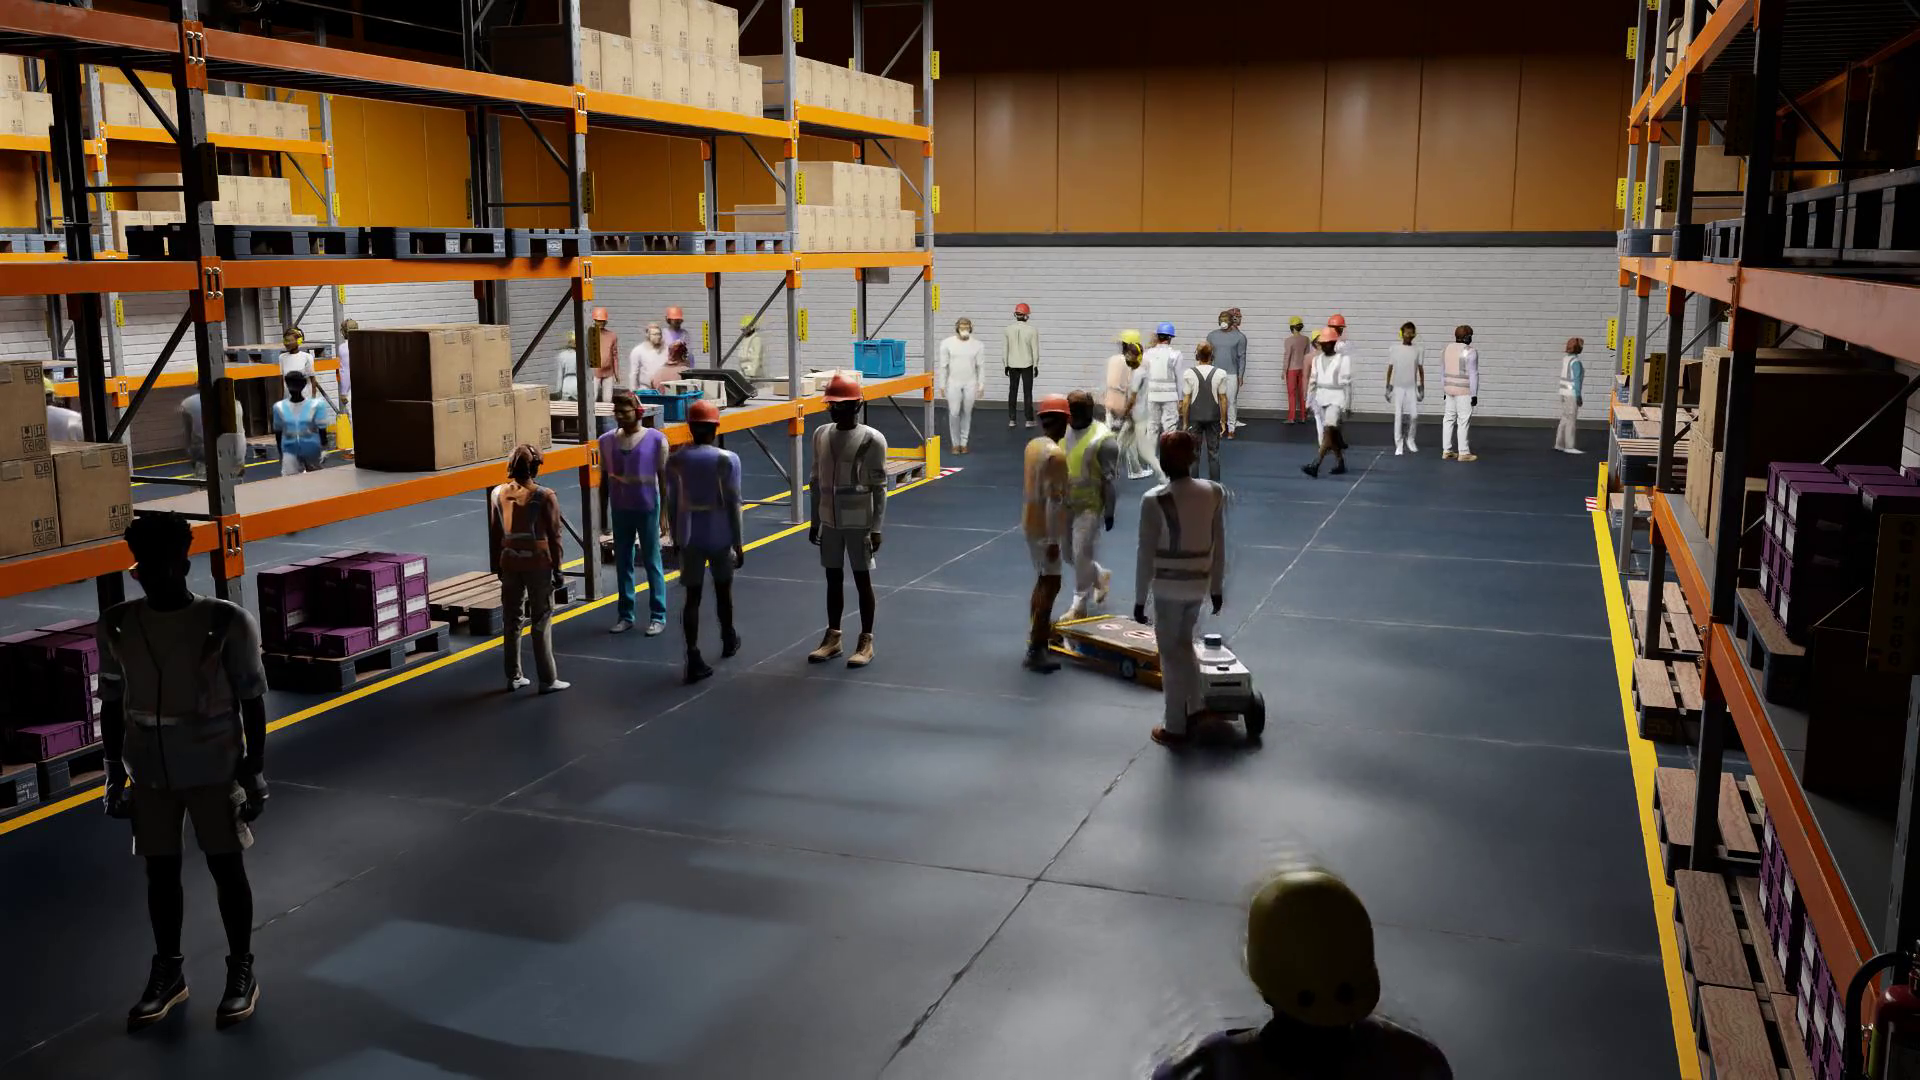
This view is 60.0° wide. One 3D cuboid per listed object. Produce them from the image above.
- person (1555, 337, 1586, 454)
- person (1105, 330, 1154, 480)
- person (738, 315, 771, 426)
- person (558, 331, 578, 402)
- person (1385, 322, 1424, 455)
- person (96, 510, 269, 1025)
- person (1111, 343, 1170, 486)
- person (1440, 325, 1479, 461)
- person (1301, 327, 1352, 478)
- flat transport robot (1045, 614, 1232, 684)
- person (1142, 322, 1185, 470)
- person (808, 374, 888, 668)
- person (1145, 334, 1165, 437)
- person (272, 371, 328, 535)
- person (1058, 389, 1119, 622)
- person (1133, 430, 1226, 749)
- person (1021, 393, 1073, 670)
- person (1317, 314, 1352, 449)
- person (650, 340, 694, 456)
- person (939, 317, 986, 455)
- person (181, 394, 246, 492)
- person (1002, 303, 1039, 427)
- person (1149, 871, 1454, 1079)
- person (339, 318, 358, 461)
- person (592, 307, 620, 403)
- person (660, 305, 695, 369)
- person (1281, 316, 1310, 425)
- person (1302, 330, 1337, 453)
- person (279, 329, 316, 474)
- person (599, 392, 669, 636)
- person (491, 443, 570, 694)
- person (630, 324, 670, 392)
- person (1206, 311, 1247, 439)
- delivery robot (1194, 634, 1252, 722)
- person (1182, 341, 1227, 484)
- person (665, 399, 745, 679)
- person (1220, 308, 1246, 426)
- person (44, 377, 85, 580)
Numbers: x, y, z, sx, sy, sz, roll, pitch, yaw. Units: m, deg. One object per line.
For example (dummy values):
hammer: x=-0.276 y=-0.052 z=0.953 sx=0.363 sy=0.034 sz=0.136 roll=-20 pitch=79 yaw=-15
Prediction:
person: x=8.598 y=-2.032 z=23.397 sx=0.318 sy=1.641 sz=0.517 roll=0 pitch=10 yaw=3
person: x=2.026 y=-1.650 z=20.555 sx=0.923 sy=1.869 sz=0.732 roll=-6 pitch=12 yaw=-32
person: x=-3.454 y=-2.716 z=26.810 sx=0.898 sy=1.785 sz=0.621 roll=-6 pitch=12 yaw=-30
person: x=-5.540 y=-2.137 z=23.783 sx=0.520 sy=1.711 sz=0.598 roll=3 pitch=11 yaw=18
person: x=6.217 y=-2.116 z=23.237 sx=0.549 sy=1.862 sz=0.421 roll=2 pitch=10 yaw=9
person: x=-2.910 y=0.853 z=6.233 sx=0.614 sy=1.961 sz=0.362 roll=0 pitch=10 yaw=-2
person: x=2.021 y=-1.403 z=19.454 sx=1.015 sy=1.799 sz=0.481 roll=-1 pitch=10 yaw=-7
person: x=6.818 y=-1.998 z=22.633 sx=0.429 sy=1.843 sz=0.630 roll=-6 pitch=12 yaw=-29
person: x=4.596 y=-1.732 z=21.000 sx=0.987 sy=1.882 sz=0.565 roll=-8 pitch=13 yaw=-39
flat transport robot: x=1.195 y=0.738 z=11.644 sx=0.652 sy=0.197 sz=1.431 roll=-7 pitch=12 yaw=-36
person: x=2.617 y=-1.823 z=21.362 sx=0.602 sy=1.943 sz=0.393 roll=6 pitch=12 yaw=32
person: x=-0.799 y=-0.133 z=11.557 sx=0.605 sy=2.045 sz=0.381 roll=6 pitch=12 yaw=29
person: x=2.986 y=-2.319 z=25.138 sx=0.528 sy=1.581 sz=0.854 roll=-5 pitch=11 yaw=-28
person: x=-6.715 y=-0.897 z=16.957 sx=0.544 sy=1.650 sz=0.872 roll=-2 pitch=10 yaw=-12
person: x=0.992 y=-0.288 z=13.046 sx=0.654 sy=1.826 sz=0.666 roll=9 pitch=14 yaw=42
person: x=1.253 y=0.291 z=9.657 sx=0.602 sy=1.871 sz=0.413 roll=-6 pitch=12 yaw=-31
person: x=0.612 y=-0.067 z=11.664 sx=0.494 sy=1.894 sz=0.760 roll=-3 pitch=10 yaw=-16
person: x=5.370 y=-2.271 z=23.908 sx=0.550 sy=1.933 sz=0.375 roll=7 pitch=12 yaw=34
person: x=-3.051 y=-1.225 z=18.135 sx=0.634 sy=1.900 sz=0.401 roll=6 pitch=12 yaw=29
person: x=0.049 y=-2.126 z=23.104 sx=0.644 sy=1.920 sz=0.655 roll=-1 pitch=10 yaw=-7
person: x=-7.245 y=-0.825 z=16.194 sx=0.597 sy=1.795 sz=0.920 roll=-1 pitch=10 yaw=-7
person: x=0.990 y=-2.827 z=26.869 sx=0.612 sy=1.994 sz=0.394 roll=4 pitch=11 yaw=22
person: x=0.629 y=1.478 z=2.959 sx=0.612 sy=1.870 sz=0.983 roll=-3 pitch=10 yaw=-16
person: x=-8.218 y=-2.043 z=22.640 sx=0.356 sy=1.931 sz=0.630 roll=2 pitch=10 yaw=14
person: x=-5.430 y=-2.521 z=25.152 sx=0.622 sy=1.989 sz=0.399 roll=-7 pitch=12 yaw=-36
person: x=-4.284 y=-2.524 z=25.068 sx=0.625 sy=2.023 sz=0.478 roll=-8 pitch=13 yaw=-37
person: x=5.478 y=-2.768 z=27.177 sx=0.524 sy=1.770 sz=0.315 roll=-5 pitch=11 yaw=-28
person: x=5.123 y=-2.102 z=23.517 sx=0.595 sy=1.722 sz=0.523 roll=-1 pitch=10 yaw=-3
person: x=-8.475 y=-1.766 z=21.257 sx=0.538 sy=1.866 sz=0.313 roll=2 pitch=10 yaw=12
person: x=-2.446 y=-0.203 z=12.543 sx=0.567 sy=1.839 sz=0.400 roll=3 pitch=10 yaw=14
person: x=-2.822 y=0.192 z=10.869 sx=0.517 sy=1.639 sz=0.314 roll=4 pitch=11 yaw=21
person: x=-4.168 y=-2.027 z=22.761 sx=0.661 sy=1.862 sz=0.985 roll=-8 pitch=13 yaw=-39
person: x=4.003 y=-2.491 z=25.139 sx=0.629 sy=1.940 sz=0.372 roll=4 pitch=11 yaw=21
delivery robot: x=1.536 y=0.818 z=10.133 sx=0.477 sy=0.478 sz=0.707 roll=-1 pitch=10 yaw=-5
person: x=2.769 y=-1.333 z=18.878 sx=0.506 sy=1.847 sz=0.346 roll=1 pitch=10 yaw=5
person: x=-1.746 y=-0.025 z=11.446 sx=0.556 sy=1.870 sz=1.038 roll=1 pitch=10 yaw=4
person: x=4.427 y=-2.798 z=26.953 sx=0.410 sy=1.909 sz=0.643 roll=-2 pitch=10 yaw=-11
person: x=-7.983 y=-0.551 z=14.618 sx=0.585 sy=1.786 sz=0.942 roll=-8 pitch=13 yaw=-40
